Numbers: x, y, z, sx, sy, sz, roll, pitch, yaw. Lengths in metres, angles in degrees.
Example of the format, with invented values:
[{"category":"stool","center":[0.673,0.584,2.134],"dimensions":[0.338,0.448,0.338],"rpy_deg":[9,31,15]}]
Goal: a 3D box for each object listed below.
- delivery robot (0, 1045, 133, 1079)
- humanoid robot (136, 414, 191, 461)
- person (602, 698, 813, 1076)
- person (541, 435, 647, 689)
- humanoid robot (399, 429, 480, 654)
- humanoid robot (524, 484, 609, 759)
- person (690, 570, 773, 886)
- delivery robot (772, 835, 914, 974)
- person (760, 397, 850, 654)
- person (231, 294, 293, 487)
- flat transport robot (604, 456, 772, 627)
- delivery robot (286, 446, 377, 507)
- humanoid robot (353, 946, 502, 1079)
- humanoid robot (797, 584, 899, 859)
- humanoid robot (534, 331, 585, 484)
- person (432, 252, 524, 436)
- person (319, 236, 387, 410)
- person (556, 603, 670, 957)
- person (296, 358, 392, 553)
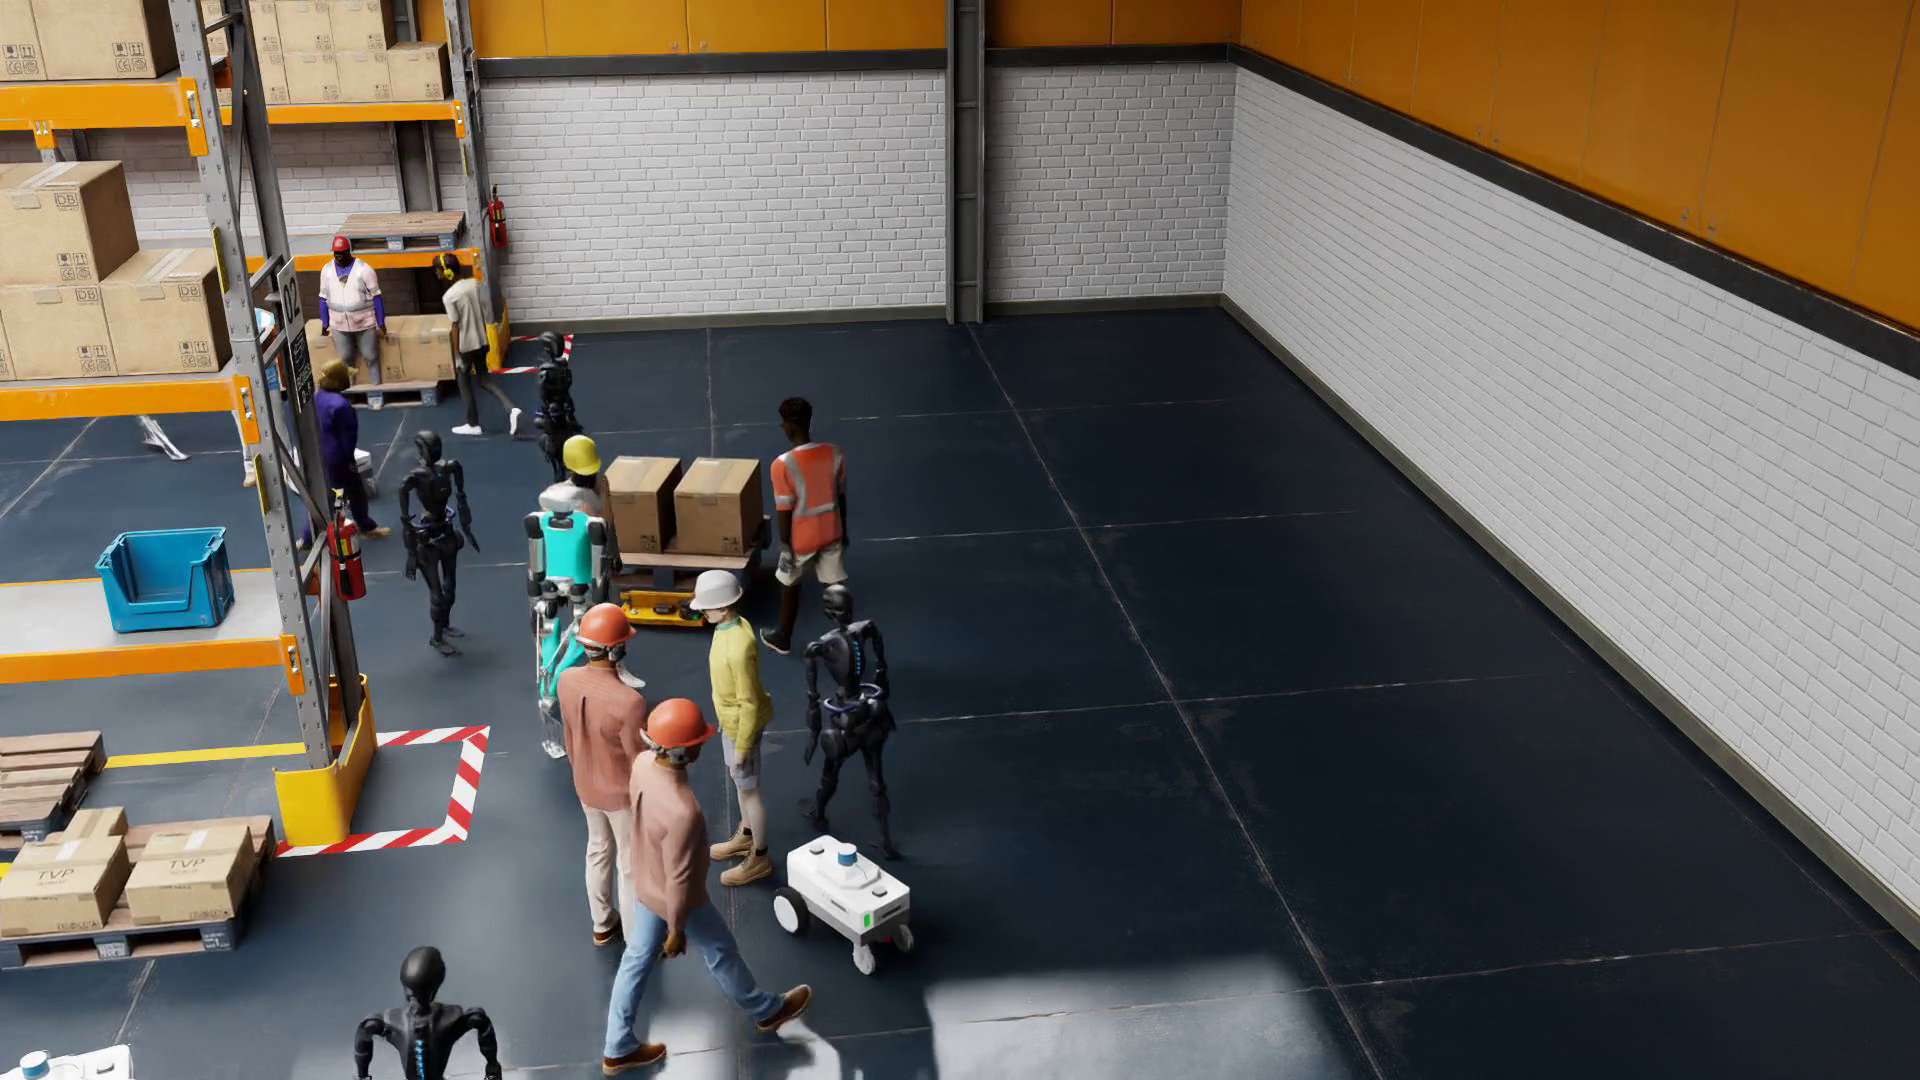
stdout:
[{"category":"delivery robot","center":[-4.023,2.525,7.303],"dimensions":[0.810,0.606,0.499],"rpy_deg":[-10,26,-22]},{"category":"humanoid robot","center":[-7.462,-1.577,15.174],"dimensions":[0.901,1.774,0.542],"rpy_deg":[7,25,17]},{"category":"person","center":[-1.259,1.581,7.728],"dimensions":[1.059,1.931,0.606],"rpy_deg":[-15,28,-30]},{"category":"person","center":[-2.505,0.155,11.032],"dimensions":[0.608,1.896,0.688],"rpy_deg":[8,25,18]},{"category":"humanoid robot","center":[-3.699,-0.016,11.704],"dimensions":[0.387,1.651,0.589],"rpy_deg":[15,28,31]},{"category":"humanoid robot","center":[-2.472,0.597,10.199],"dimensions":[0.530,1.769,0.790],"rpy_deg":[5,24,12]},{"category":"person","center":[-1.219,1.013,9.086],"dimensions":[0.412,1.883,0.473],"rpy_deg":[-7,25,-16]},{"category":"delivery robot","center":[-0.601,1.879,8.781],"dimensions":[0.499,0.611,0.814],"rpy_deg":[-21,31,-39]},{"category":"person","center":[-1.067,-0.052,11.481],"dimensions":[0.637,1.918,0.807],"rpy_deg":[-19,30,-37]},{"category":"person","center":[-6.170,-1.348,14.528],"dimensions":[0.624,1.838,0.431],"rpy_deg":[-4,24,-8]},{"category":"flat transport robot","center":[-2.127,0.273,12.773],"dimensions":[0.659,0.231,1.431],"rpy_deg":[2,24,5]},{"category":"delivery robot","center":[-5.460,-0.646,14.488],"dimensions":[0.759,0.575,0.499],"rpy_deg":[15,28,30]},{"category":"humanoid robot","center":[-2.069,2.306,6.468],"dimensions":[0.601,1.641,0.779],"rpy_deg":[-5,24,-12]},{"category":"humanoid robot","center":[-0.646,0.995,9.413],"dimensions":[0.610,1.627,0.718],"rpy_deg":[-20,31,-38]},{"category":"humanoid robot","center":[-3.322,-0.933,13.763],"dimensions":[0.309,1.649,0.615],"rpy_deg":[3,24,7]},{"category":"person","center":[-4.520,-1.805,15.568],"dimensions":[0.764,1.825,0.571],"rpy_deg":[10,26,21]},{"category":"person","center":[-5.982,-2.126,16.394],"dimensions":[0.625,1.751,0.420],"rpy_deg":[-2,24,-5]},{"category":"person","center":[-1.741,1.242,8.438],"dimensions":[0.610,1.986,0.402],"rpy_deg":[17,29,34]},{"category":"person","center":[-5.035,-0.665,13.258],"dimensions":[0.741,1.587,0.454],"rpy_deg":[-15,28,-30]}]
